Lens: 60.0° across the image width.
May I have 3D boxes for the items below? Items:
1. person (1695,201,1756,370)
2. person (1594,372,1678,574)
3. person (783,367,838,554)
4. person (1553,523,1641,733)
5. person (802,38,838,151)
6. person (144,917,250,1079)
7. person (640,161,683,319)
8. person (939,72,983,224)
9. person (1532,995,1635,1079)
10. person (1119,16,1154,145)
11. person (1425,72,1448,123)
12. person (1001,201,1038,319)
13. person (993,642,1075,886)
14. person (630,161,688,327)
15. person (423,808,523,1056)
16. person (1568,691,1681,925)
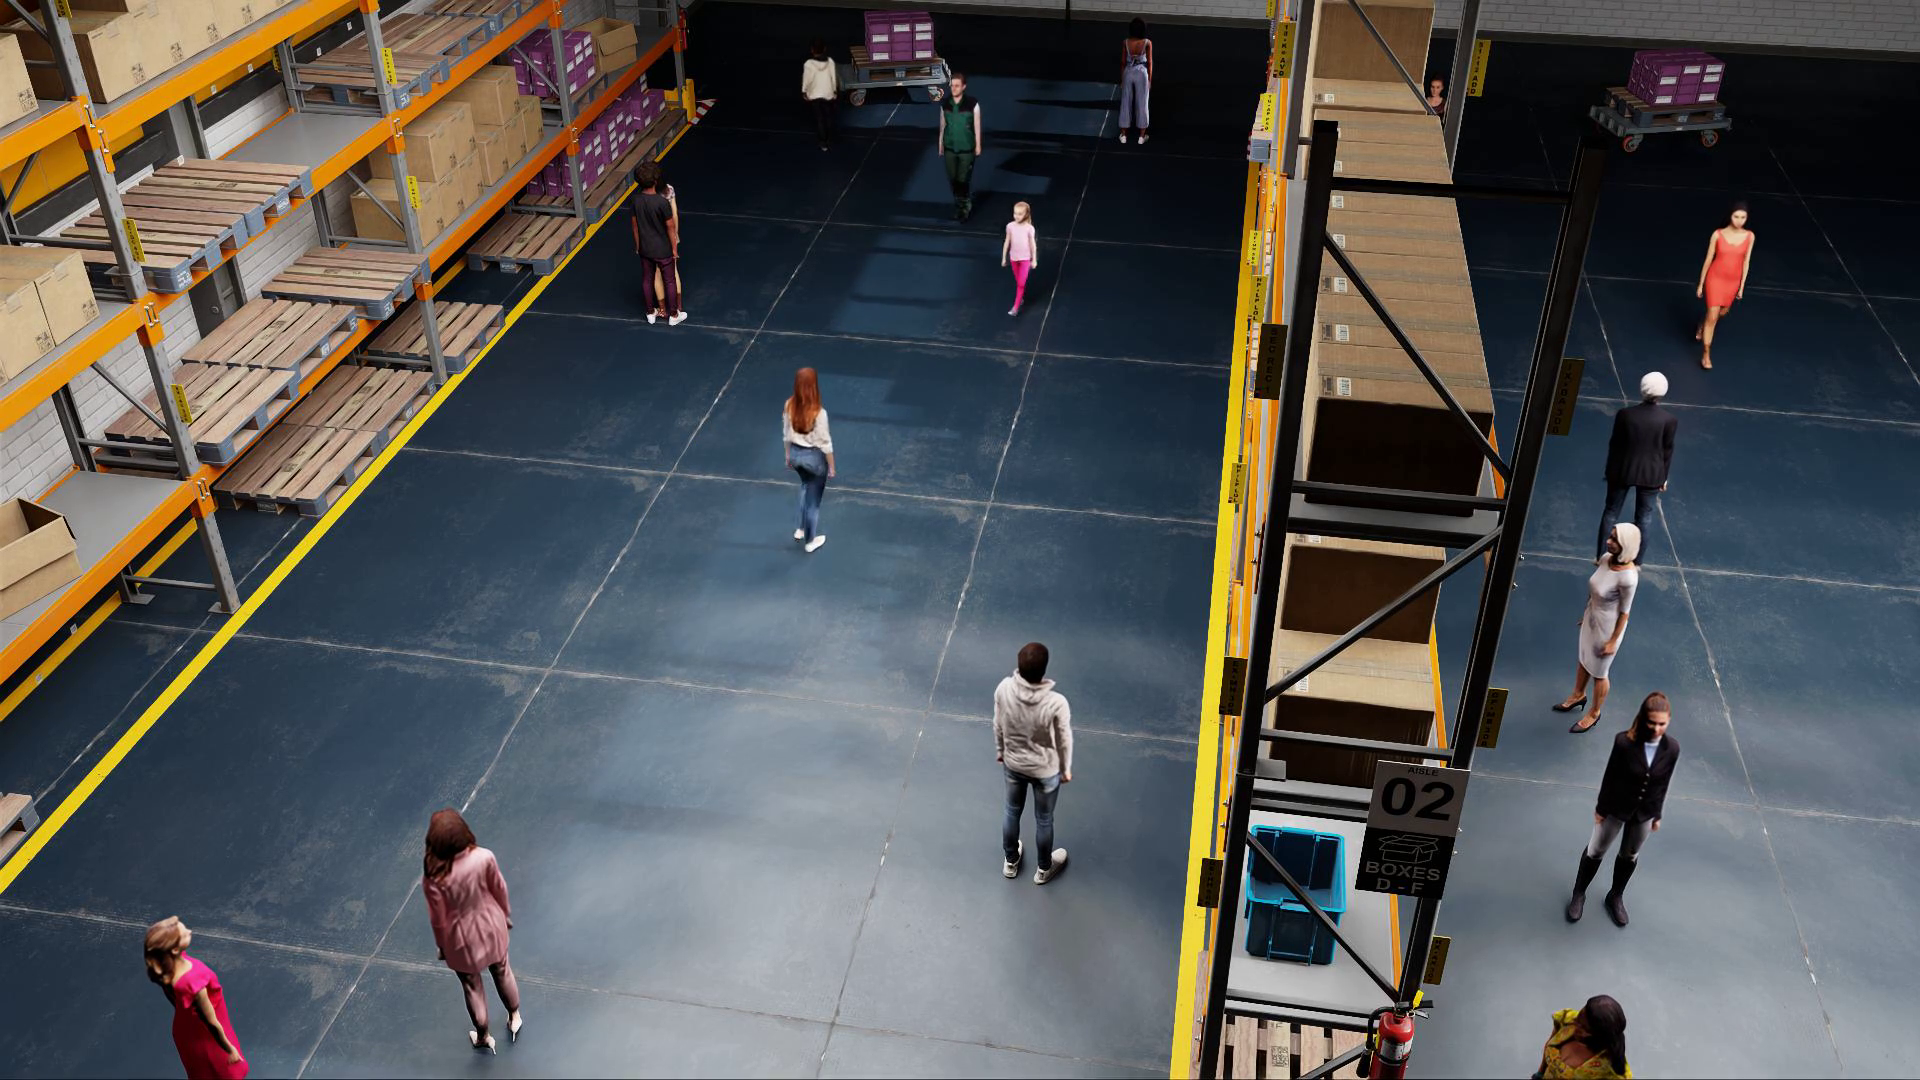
[{"bbox_3d":[7.758,-2.642,16.953,0.611,1.692,1.047,4,34,7],"label":"person"},{"bbox_3d":[5.269,-0.496,12.844,0.781,1.779,0.686,16,37,22],"label":"person"},{"bbox_3d":[-1.317,-0.632,13.905,0.691,1.721,0.710,18,38,25],"label":"person"},{"bbox_3d":[4.635,0.621,11.993,0.692,1.750,0.556,-6,34,-9],"label":"person"},{"bbox_3d":[-1.830,-5.888,22.072,0.840,1.432,0.977,-10,35,-14],"label":"person"},{"bbox_3d":[-4.069,2.671,8.927,0.655,1.729,0.676,23,40,31],"label":"person"},{"bbox_3d":[-3.207,-3.214,17.777,0.660,1.733,0.731,-23,40,-31],"label":"person"},{"bbox_3d":[0.026,-4.741,19.987,0.714,1.831,0.721,12,35,17],"label":"person"},{"bbox_3d":[3.157,2.935,8.593,1.060,1.660,0.956,-13,36,-19],"label":"person"},{"bbox_3d":[2.350,-6.144,22.219,0.565,1.696,0.525,7,34,10],"label":"person"},{"bbox_3d":[5.712,-4.870,20.321,0.566,1.675,0.537,5,34,8],"label":"person"},{"bbox_3d":[0.674,-3.077,18.012,0.652,1.245,0.920,14,36,21],"label":"person"},{"bbox_3d":[0.449,1.432,10.680,0.709,1.852,0.630,12,35,17],"label":"person"},{"bbox_3d":[-3.234,-3.141,17.624,0.631,1.781,0.544,7,34,11],"label":"person"},{"bbox_3d":[-2.776,2.248,9.497,0.667,1.803,0.732,-22,39,-29],"label":"person"},{"bbox_3d":[4.177,1.691,10.402,0.559,1.729,0.545,5,34,7],"label":"person"}]
